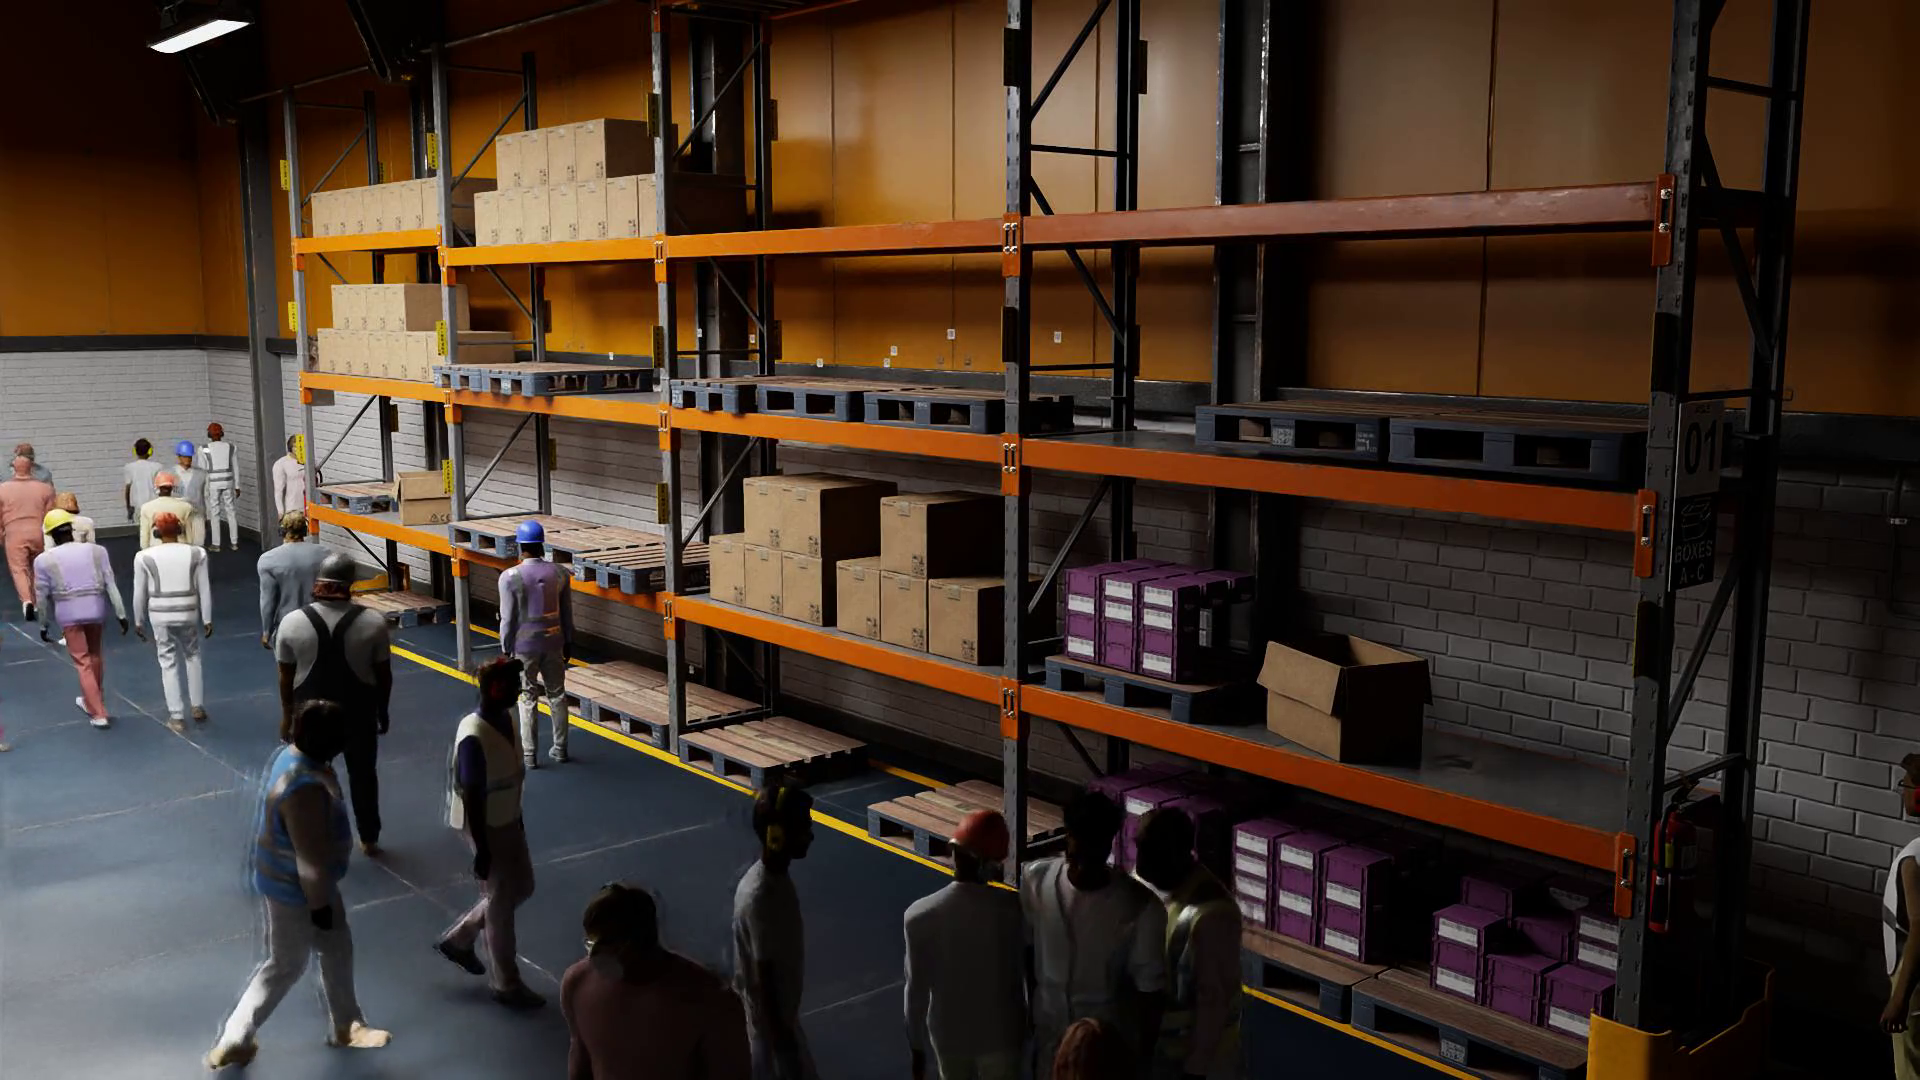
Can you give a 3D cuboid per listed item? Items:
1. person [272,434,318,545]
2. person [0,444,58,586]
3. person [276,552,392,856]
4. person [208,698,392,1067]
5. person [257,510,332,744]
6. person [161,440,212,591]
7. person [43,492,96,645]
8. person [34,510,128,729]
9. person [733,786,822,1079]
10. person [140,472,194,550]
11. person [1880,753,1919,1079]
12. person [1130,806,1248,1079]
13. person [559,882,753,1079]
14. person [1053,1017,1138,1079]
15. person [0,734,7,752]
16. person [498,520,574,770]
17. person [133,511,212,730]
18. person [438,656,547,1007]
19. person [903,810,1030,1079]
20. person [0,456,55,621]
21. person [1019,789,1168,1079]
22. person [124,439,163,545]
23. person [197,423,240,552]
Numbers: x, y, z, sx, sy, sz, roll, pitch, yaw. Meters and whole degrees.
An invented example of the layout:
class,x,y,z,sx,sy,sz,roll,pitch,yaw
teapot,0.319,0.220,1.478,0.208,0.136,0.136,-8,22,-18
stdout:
class,x,y,z,sx,sy,sz,roll,pitch,yaw
person,-8.549,-0.403,21.502,0.352,1.937,0.635,6,10,34
person,-11.689,-0.284,20.952,0.995,1.851,0.653,6,10,36
person,-4.066,1.076,10.868,0.692,2.000,0.536,-2,8,-15
person,-3.200,1.629,7.914,0.792,1.795,0.641,-2,8,-13
person,-5.448,0.715,13.730,0.635,1.937,0.352,-7,11,-40
person,-9.748,-0.314,20.952,0.598,1.919,0.921,-4,9,-28
person,-9.428,0.302,17.651,0.507,1.631,0.266,-7,11,-40
person,-7.600,0.665,14.323,0.930,1.860,0.663,8,11,42
person,-0.820,1.841,6.345,0.858,1.840,0.533,1,8,7
person,-8.906,0.101,18.676,0.580,1.738,0.375,-7,11,-42
person,3.907,1.774,6.690,0.570,1.843,0.372,-7,11,-40
person,0.873,1.860,6.370,0.954,1.787,0.625,-5,10,-33
person,-0.943,1.976,5.175,0.706,1.875,0.910,2,8,13
person,0.396,2.158,4.755,0.507,1.631,0.275,-7,11,-40
person,-8.017,0.762,13.387,0.644,1.970,0.446,4,9,27
person,-3.321,0.813,13.012,0.615,1.945,0.404,-7,11,-40
person,-6.750,0.676,14.252,0.583,1.862,0.627,-5,10,-34
person,-2.433,1.499,8.661,0.550,1.825,0.603,1,8,6
person,0.062,1.880,6.531,0.543,1.682,0.929,1,8,8
person,-10.741,-0.027,19.127,0.651,1.885,0.851,-7,11,-39
person,0.476,1.824,6.164,0.620,1.890,0.971,3,9,22
person,-10.766,-0.436,22.119,0.524,1.841,0.756,-1,8,-4
person,-10.799,-0.772,24.257,0.584,1.881,0.337,-7,11,-40
